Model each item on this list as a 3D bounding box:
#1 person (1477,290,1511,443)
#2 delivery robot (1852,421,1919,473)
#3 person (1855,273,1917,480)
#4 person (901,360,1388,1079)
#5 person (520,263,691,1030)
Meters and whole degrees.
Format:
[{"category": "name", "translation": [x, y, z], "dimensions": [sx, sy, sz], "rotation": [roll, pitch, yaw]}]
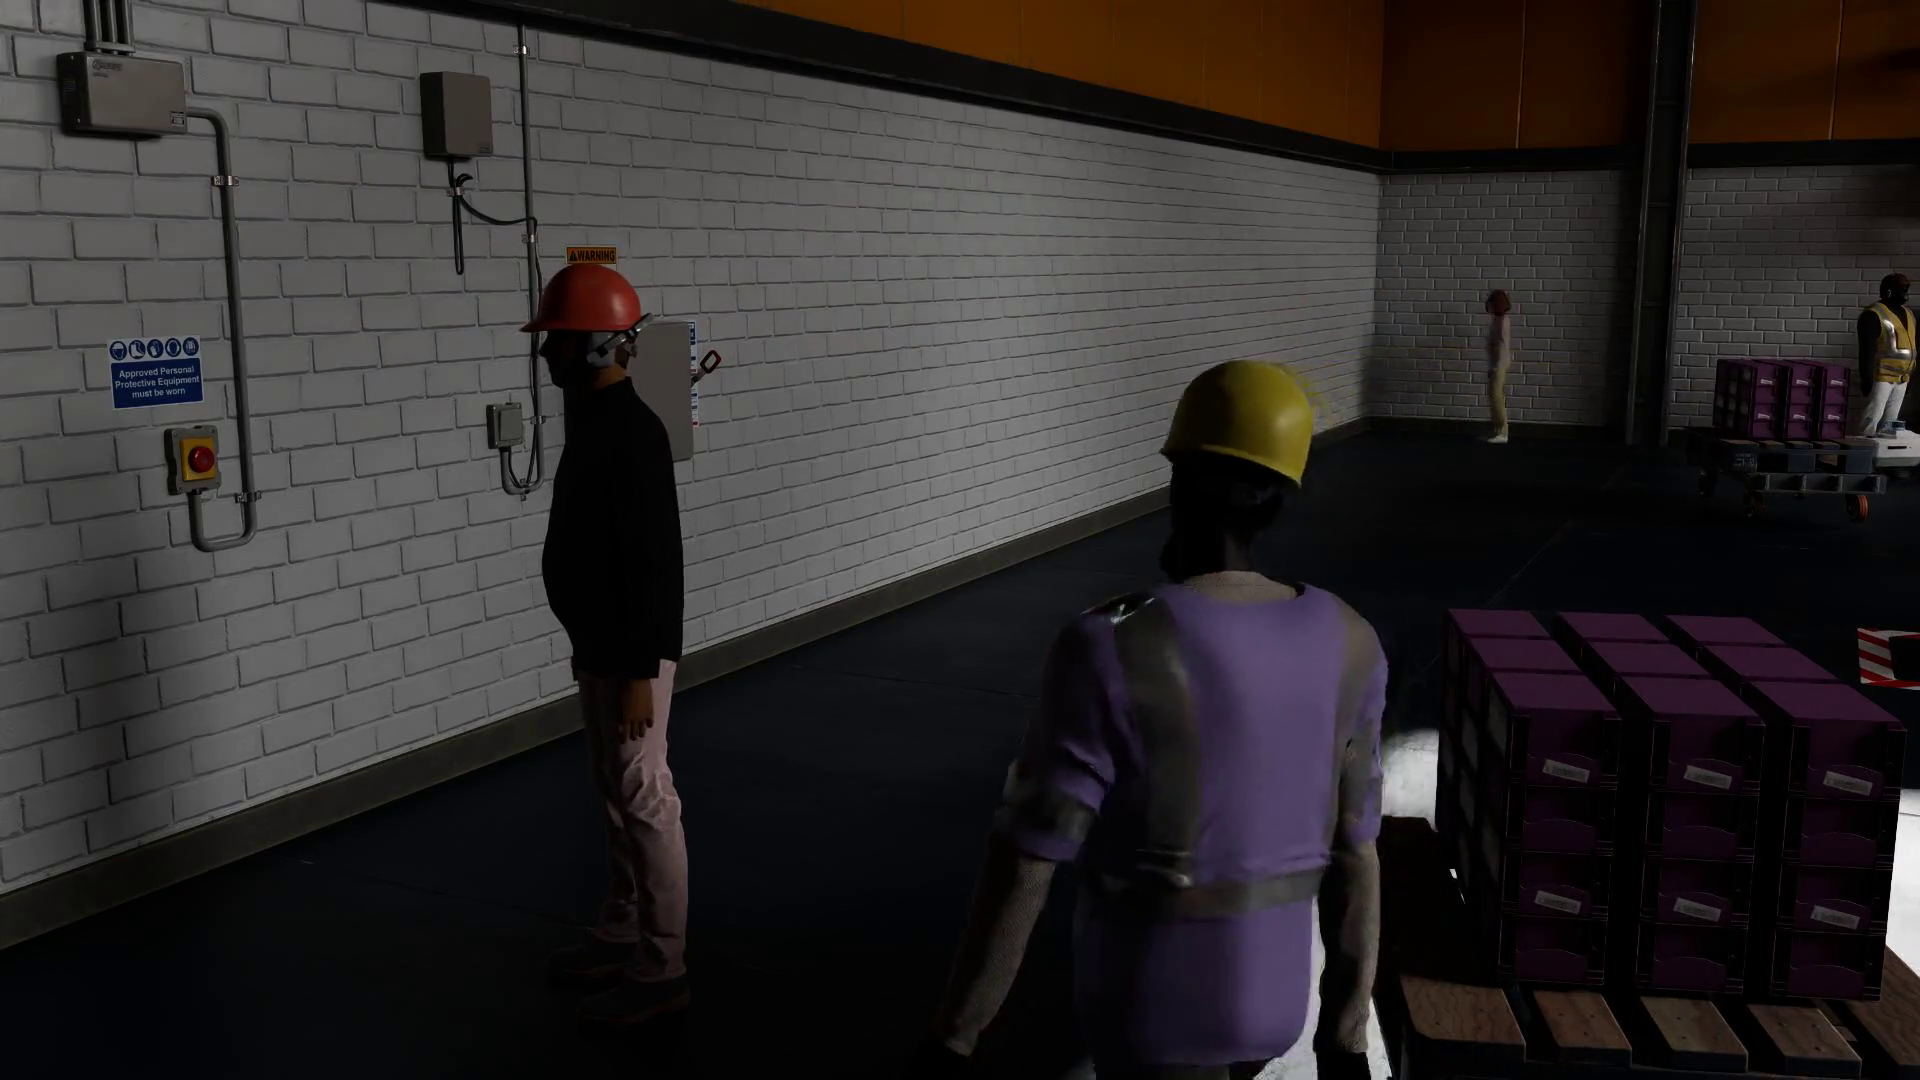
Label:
[{"category": "person", "translation": [5.742, -1.840, 17.753], "dimensions": [0.328, 1.624, 0.540], "rotation": [2, 10, 13]}, {"category": "delivery robot", "translation": [8.177, -0.799, 14.525], "dimensions": [0.707, 0.478, 0.477], "rotation": [-2, 10, -8]}, {"category": "person", "translation": [8.212, -1.432, 14.739], "dimensions": [0.637, 1.842, 0.429], "rotation": [-5, 11, -29]}, {"category": "person", "translation": [0.349, 0.681, 2.430], "dimensions": [0.674, 1.873, 0.988], "rotation": [-8, 12, -38]}, {"category": "person", "translation": [-0.921, 0.280, 4.387], "dimensions": [0.390, 1.995, 0.613], "rotation": [-4, 11, -23]}]
